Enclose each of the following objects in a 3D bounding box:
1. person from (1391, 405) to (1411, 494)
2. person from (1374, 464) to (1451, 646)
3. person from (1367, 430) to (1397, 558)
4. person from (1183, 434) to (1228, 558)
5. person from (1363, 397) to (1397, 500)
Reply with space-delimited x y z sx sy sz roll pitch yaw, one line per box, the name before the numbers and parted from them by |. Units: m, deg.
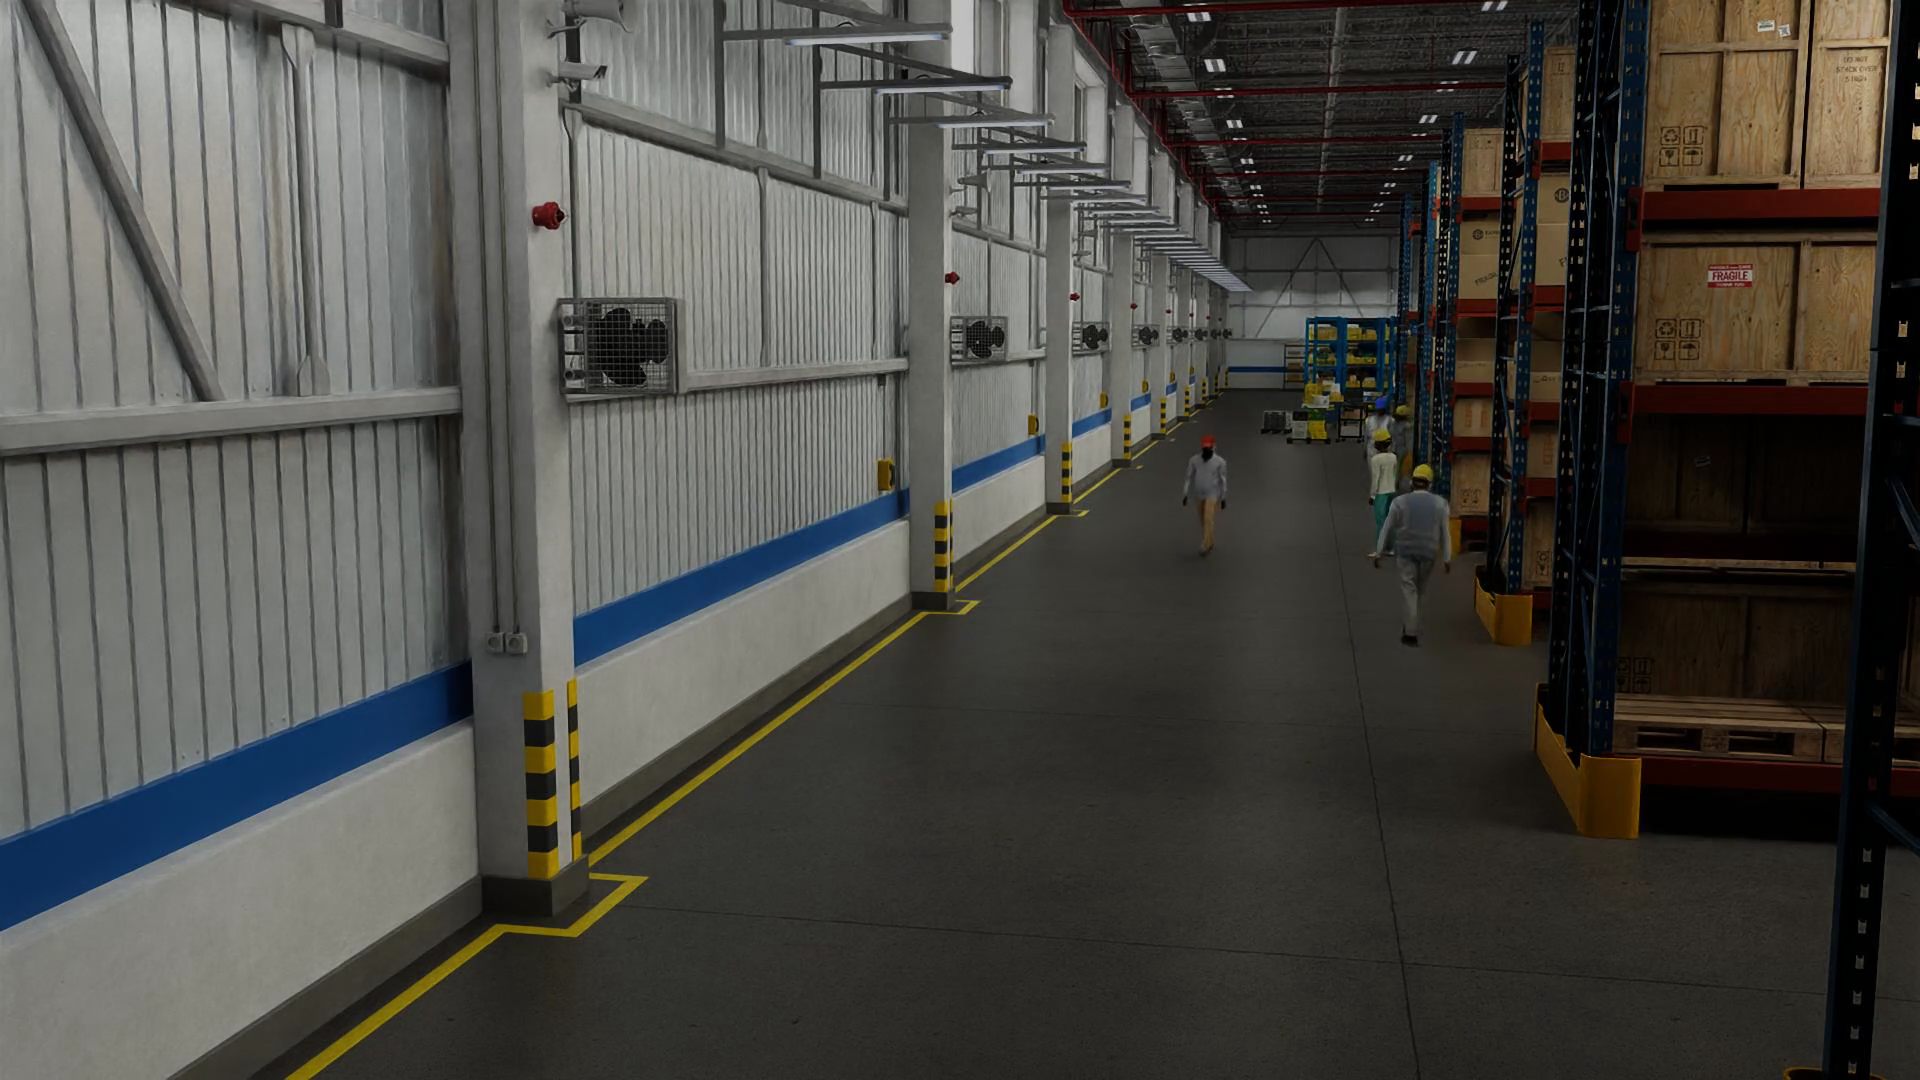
person | 8.359 -1.728 31.852 0.516 1.707 0.364 6 9 41
person | 4.519 0.136 16.655 0.713 1.769 0.920 0 7 4
person | 5.797 -0.629 22.846 0.525 1.769 0.327 -6 9 -40
person | 3.430 -0.630 23.103 0.570 1.709 0.901 4 8 32
person | 7.764 -1.688 30.739 0.613 1.926 0.732 3 8 20
